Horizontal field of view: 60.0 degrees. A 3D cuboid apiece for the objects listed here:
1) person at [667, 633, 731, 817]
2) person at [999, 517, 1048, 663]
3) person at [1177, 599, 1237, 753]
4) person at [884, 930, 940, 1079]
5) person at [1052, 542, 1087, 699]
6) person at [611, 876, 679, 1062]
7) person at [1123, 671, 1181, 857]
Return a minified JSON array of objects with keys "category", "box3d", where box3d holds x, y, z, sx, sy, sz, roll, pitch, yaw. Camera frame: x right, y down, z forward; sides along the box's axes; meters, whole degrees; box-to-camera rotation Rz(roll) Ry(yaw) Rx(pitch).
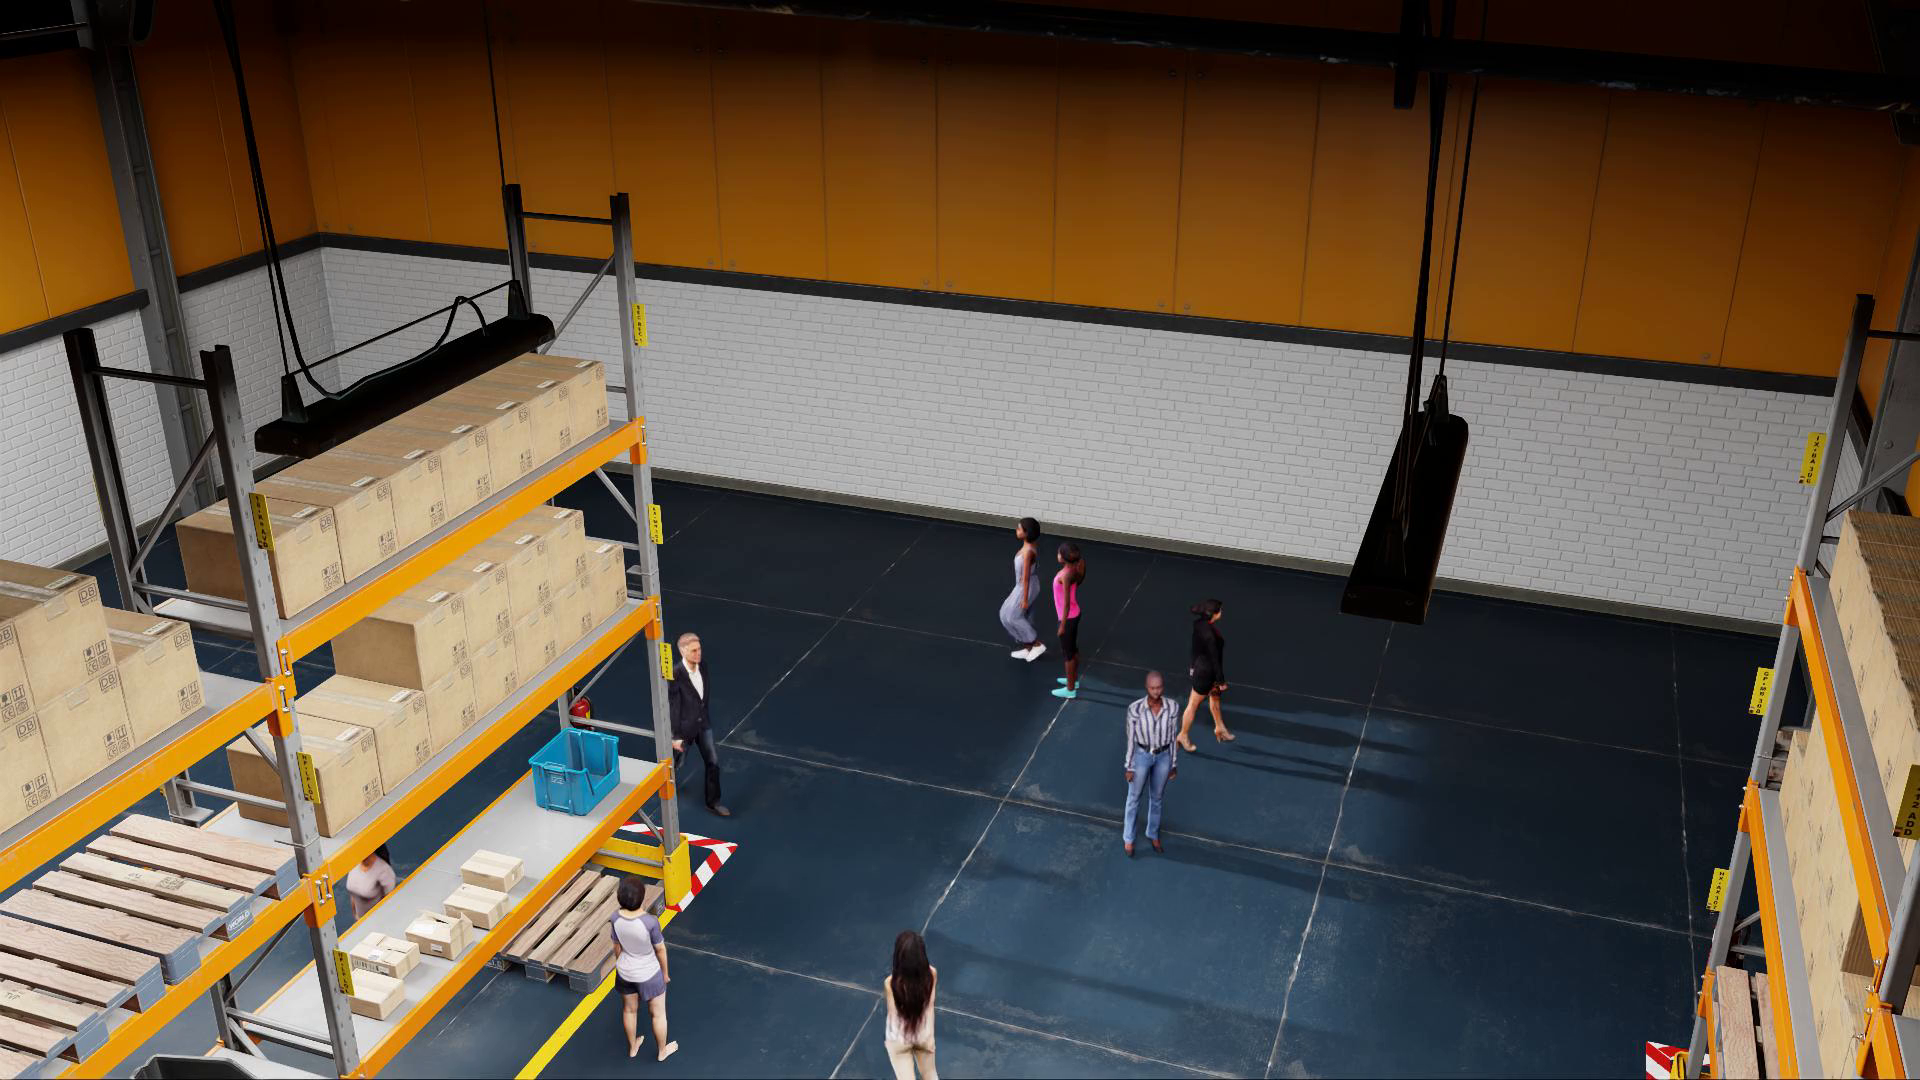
[{"category":"person","box3d":[-2.525,1.659,15.220,1.041,1.786,1.169,21,31,39]},{"category":"person","box3d":[0.795,0.559,17.864,0.741,1.685,0.744,2,24,6]},{"category":"person","box3d":[2.290,1.342,16.158,0.832,1.617,0.873,-1,24,-1]},{"category":"person","box3d":[-0.378,3.353,11.519,0.839,1.648,0.761,6,24,13]},{"category":"person","box3d":[1.130,0.812,17.235,0.621,1.724,0.483,7,25,16]},{"category":"person","box3d":[-2.332,3.121,12.152,0.577,1.564,0.539,6,24,13]},{"category":"person","box3d":[1.663,1.942,14.563,0.717,1.794,0.719,-4,24,-9]}]
